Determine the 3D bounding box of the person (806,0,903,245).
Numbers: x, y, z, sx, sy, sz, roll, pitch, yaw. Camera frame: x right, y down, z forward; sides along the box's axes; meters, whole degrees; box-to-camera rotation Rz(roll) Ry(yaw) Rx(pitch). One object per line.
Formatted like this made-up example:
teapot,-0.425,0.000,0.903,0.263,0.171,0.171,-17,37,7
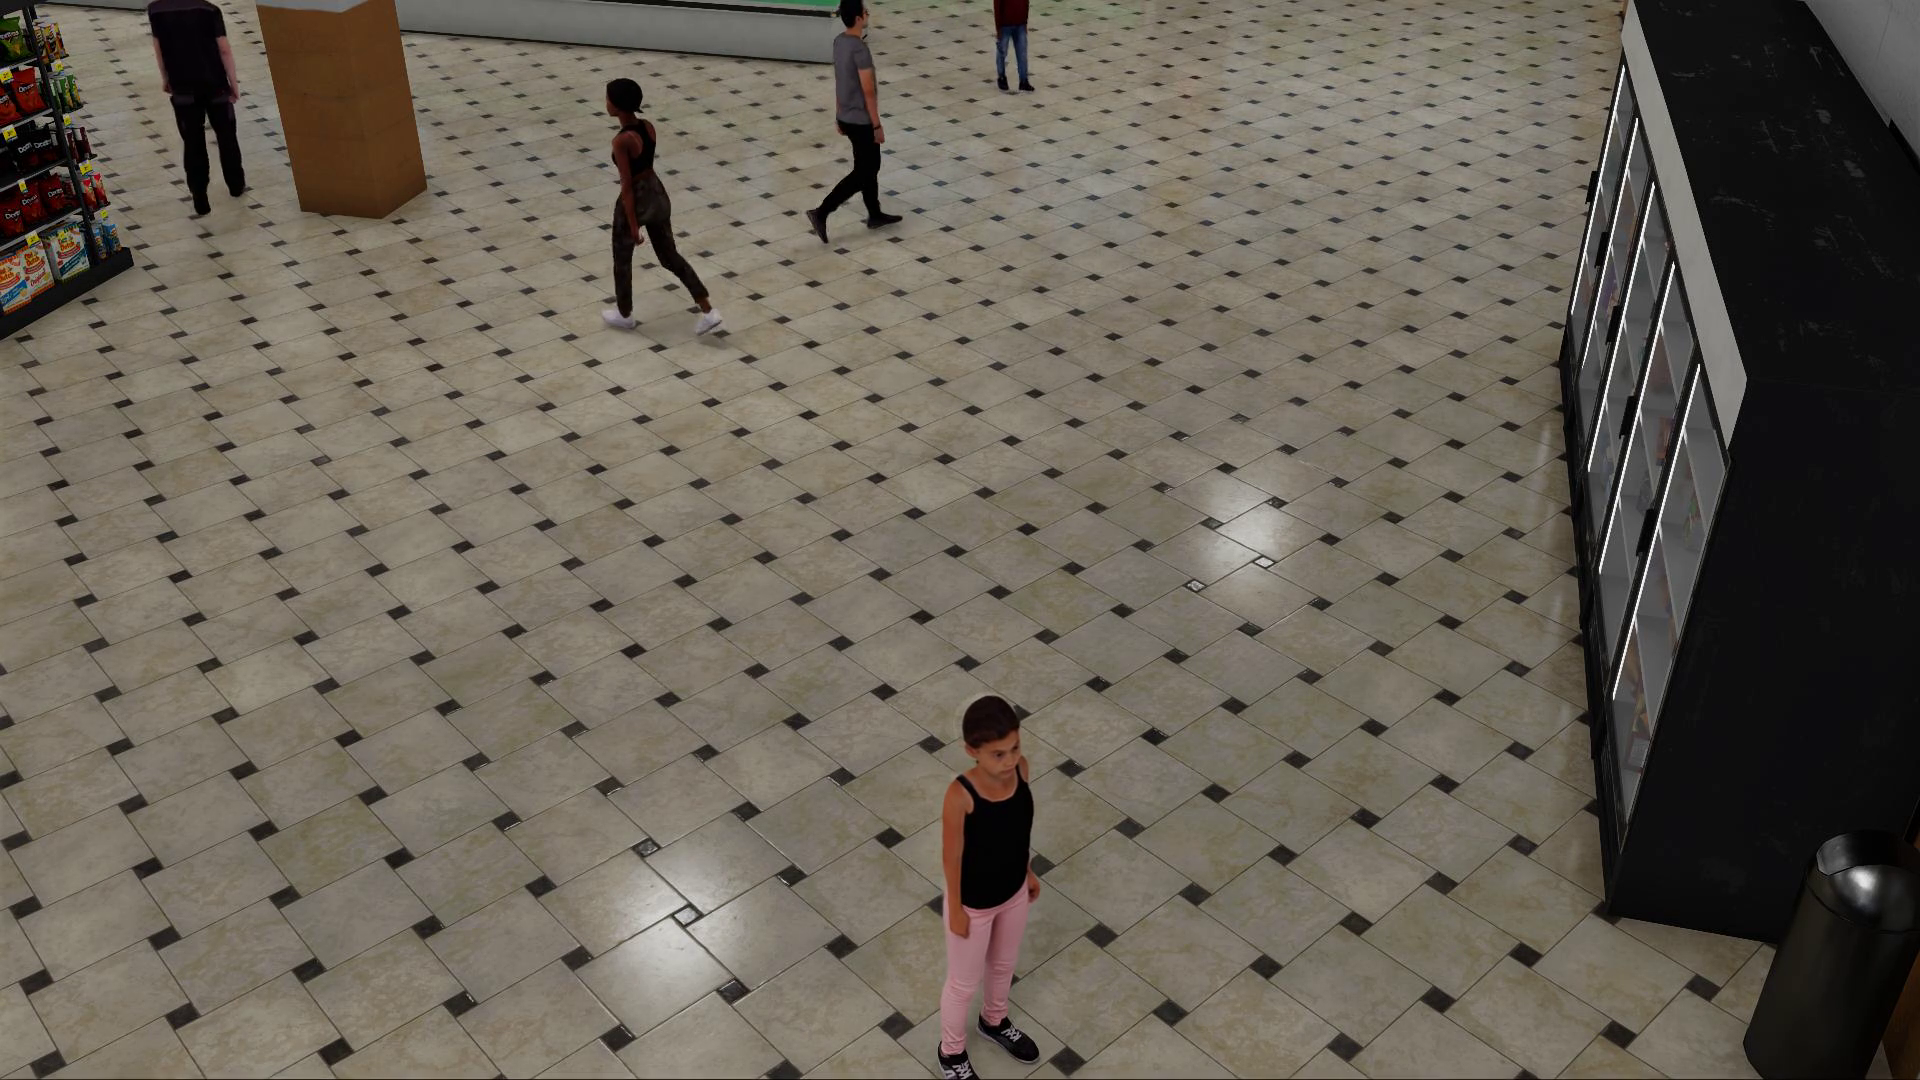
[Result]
person,-0.795,-2.981,11.912,1.128,1.730,1.016,-14,35,-21

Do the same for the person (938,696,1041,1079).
person,0.089,1.151,5.429,0.618,1.564,0.654,-25,40,-34

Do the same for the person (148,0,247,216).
person,-5.700,-3.354,12.424,1.207,1.824,1.132,-7,33,-11

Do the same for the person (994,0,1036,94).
person,0.441,-4.724,15.177,0.750,1.241,0.784,-12,34,-18

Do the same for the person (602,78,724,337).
person,-1.911,-2.040,10.466,1.192,1.660,0.767,17,36,25
